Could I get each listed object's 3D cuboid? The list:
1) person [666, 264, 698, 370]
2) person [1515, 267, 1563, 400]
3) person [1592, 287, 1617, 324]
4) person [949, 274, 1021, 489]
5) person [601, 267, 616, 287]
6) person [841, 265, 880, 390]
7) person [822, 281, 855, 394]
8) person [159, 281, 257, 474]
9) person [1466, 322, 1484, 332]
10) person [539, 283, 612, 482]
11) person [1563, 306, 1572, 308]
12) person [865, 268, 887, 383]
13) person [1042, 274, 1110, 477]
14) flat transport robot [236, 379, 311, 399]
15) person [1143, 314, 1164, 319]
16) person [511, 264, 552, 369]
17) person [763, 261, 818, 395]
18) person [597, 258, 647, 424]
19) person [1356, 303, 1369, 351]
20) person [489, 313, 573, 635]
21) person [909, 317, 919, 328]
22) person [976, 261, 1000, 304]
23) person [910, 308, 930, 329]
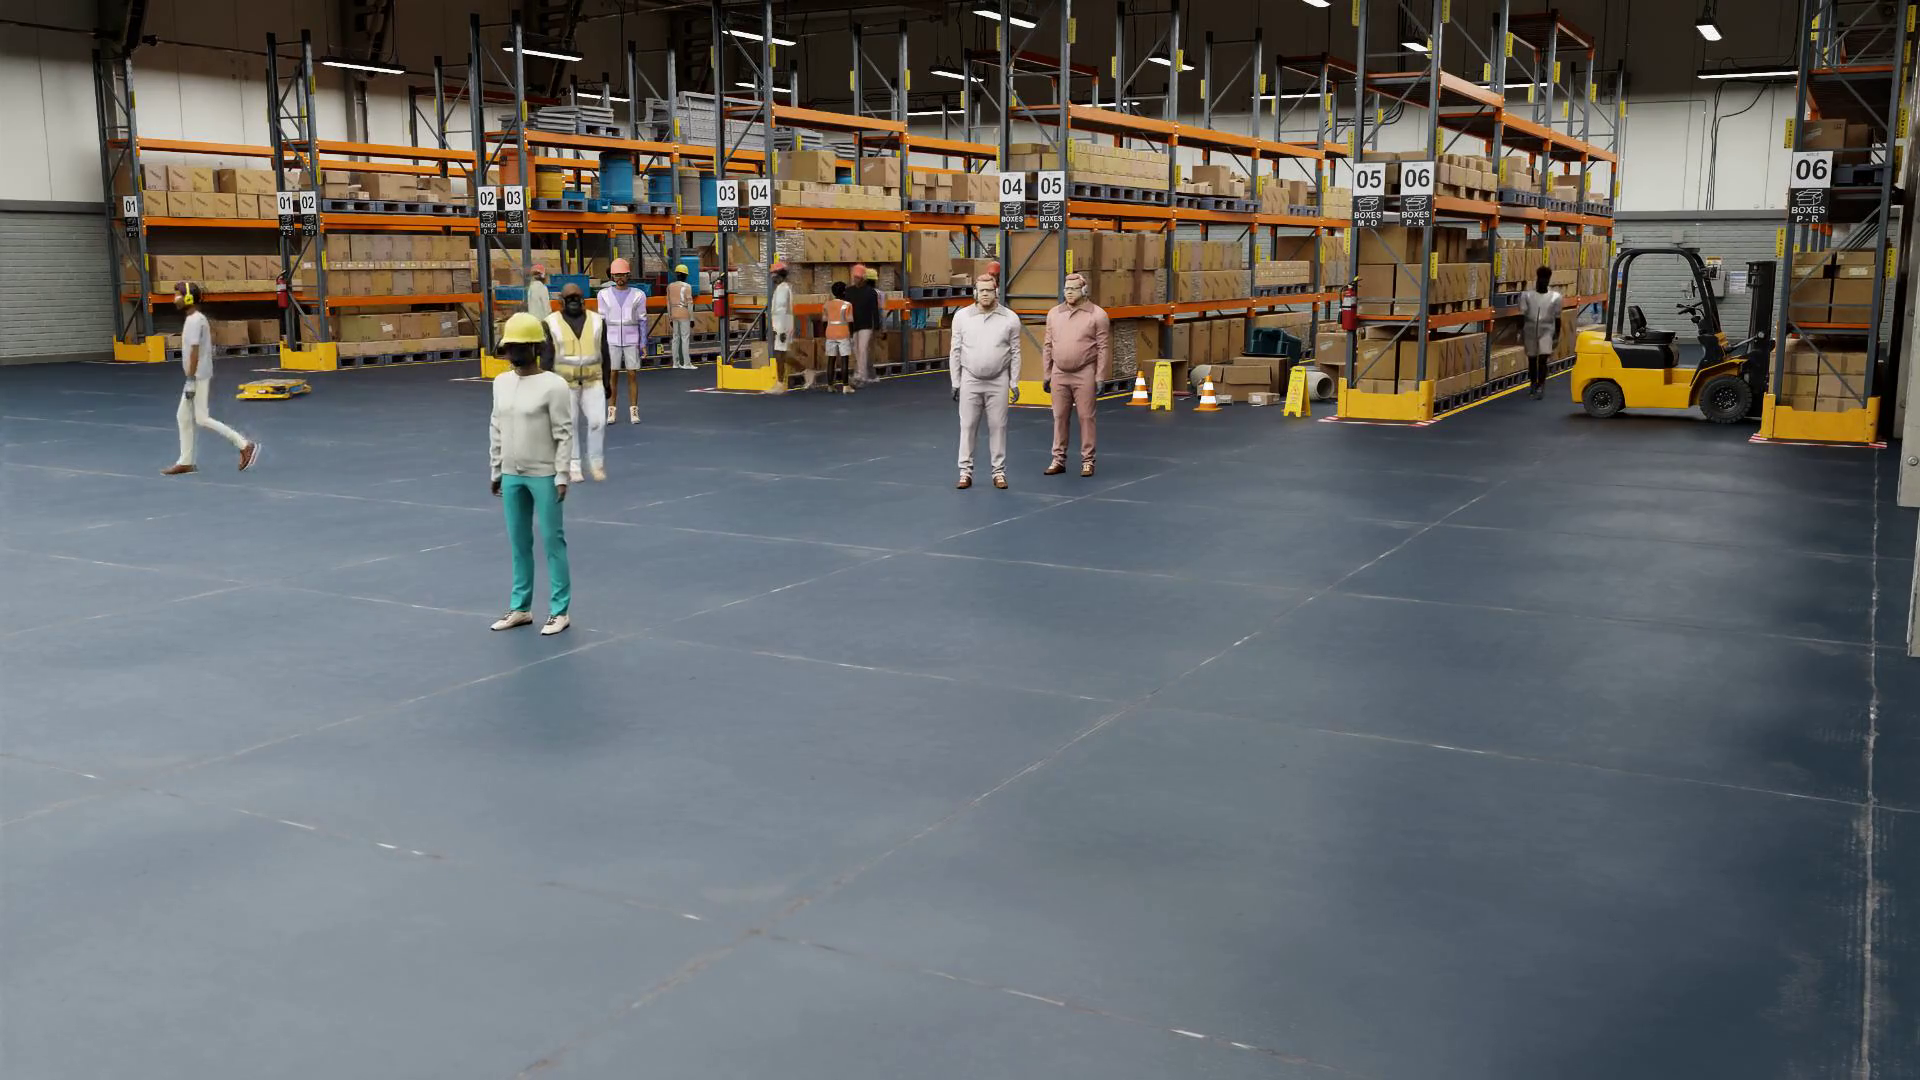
[{"bbox_3d":[-5.095,-4.076,30.455,0.586,1.920,0.379,6,11,32],"label":"person"},{"bbox_3d":[8.455,-3.018,24.280,0.603,1.923,0.981,5,11,27],"label":"person"},{"bbox_3d":[14.195,-5.025,36.792,0.597,1.658,0.427,-6,11,-30],"label":"person"},{"bbox_3d":[0.223,-1.402,14.838,0.637,1.911,0.406,0,10,0],"label":"person"},{"bbox_3d":[-6.765,-4.405,32.516,0.513,1.877,0.328,4,11,23],"label":"person"},{"bbox_3d":[-1.598,-3.319,25.985,0.620,1.930,1.087,3,10,18],"label":"person"},{"bbox_3d":[-1.828,-3.047,25.078,0.537,1.697,0.320,5,11,26],"label":"person"},{"bbox_3d":[-7.216,-1.538,15.843,0.800,1.844,0.523,-6,11,-31],"label":"person"},{"bbox_3d":[11.560,-5.289,37.594,0.826,1.896,0.655,6,11,30],"label":"person"},{"bbox_3d":[-3.480,-1.414,15.147,0.666,1.824,0.609,-4,10,-22],"label":"person"},{"bbox_3d":[13.202,-5.190,36.625,0.687,2.000,0.553,-7,12,-35],"label":"person"},{"bbox_3d":[-1.511,-3.444,26.875,0.600,1.890,0.946,5,11,26],"label":"person"},{"bbox_3d":[1.070,-1.550,15.707,0.651,1.907,0.409,4,11,23],"label":"person"},{"bbox_3d":[-10.082,-2.225,24.443,0.652,0.197,1.431,-1,10,-6],"label":"flat transport robot"},{"bbox_3d":[4.038,-4.718,34.442,0.631,1.842,0.428,9,13,43],"label":"person"},{"bbox_3d":[-6.989,-3.569,27.411,0.850,1.949,0.637,-6,11,-30],"label":"person"},{"bbox_3d":[-2.560,-3.171,24.926,0.719,2.005,0.617,0,10,-2],"label":"person"},{"bbox_3d":[-4.164,-2.443,20.530,0.605,2.045,0.378,-2,10,-10],"label":"person"},{"bbox_3d":[8.797,-5.049,36.342,0.510,1.860,0.333,2,10,11],"label":"person"},{"bbox_3d":[-2.360,-0.351,9.145,0.529,1.778,0.353,4,11,24],"label":"person"},{"bbox_3d":[-1.079,-5.160,37.039,0.636,1.840,0.429,7,12,35],"label":"person"},{"bbox_3d":[0.506,-3.177,24.970,0.609,1.997,0.375,3,10,16],"label":"person"},{"bbox_3d":[-0.906,-5.016,36.230,0.564,1.833,0.381,6,12,33],"label":"person"}]
